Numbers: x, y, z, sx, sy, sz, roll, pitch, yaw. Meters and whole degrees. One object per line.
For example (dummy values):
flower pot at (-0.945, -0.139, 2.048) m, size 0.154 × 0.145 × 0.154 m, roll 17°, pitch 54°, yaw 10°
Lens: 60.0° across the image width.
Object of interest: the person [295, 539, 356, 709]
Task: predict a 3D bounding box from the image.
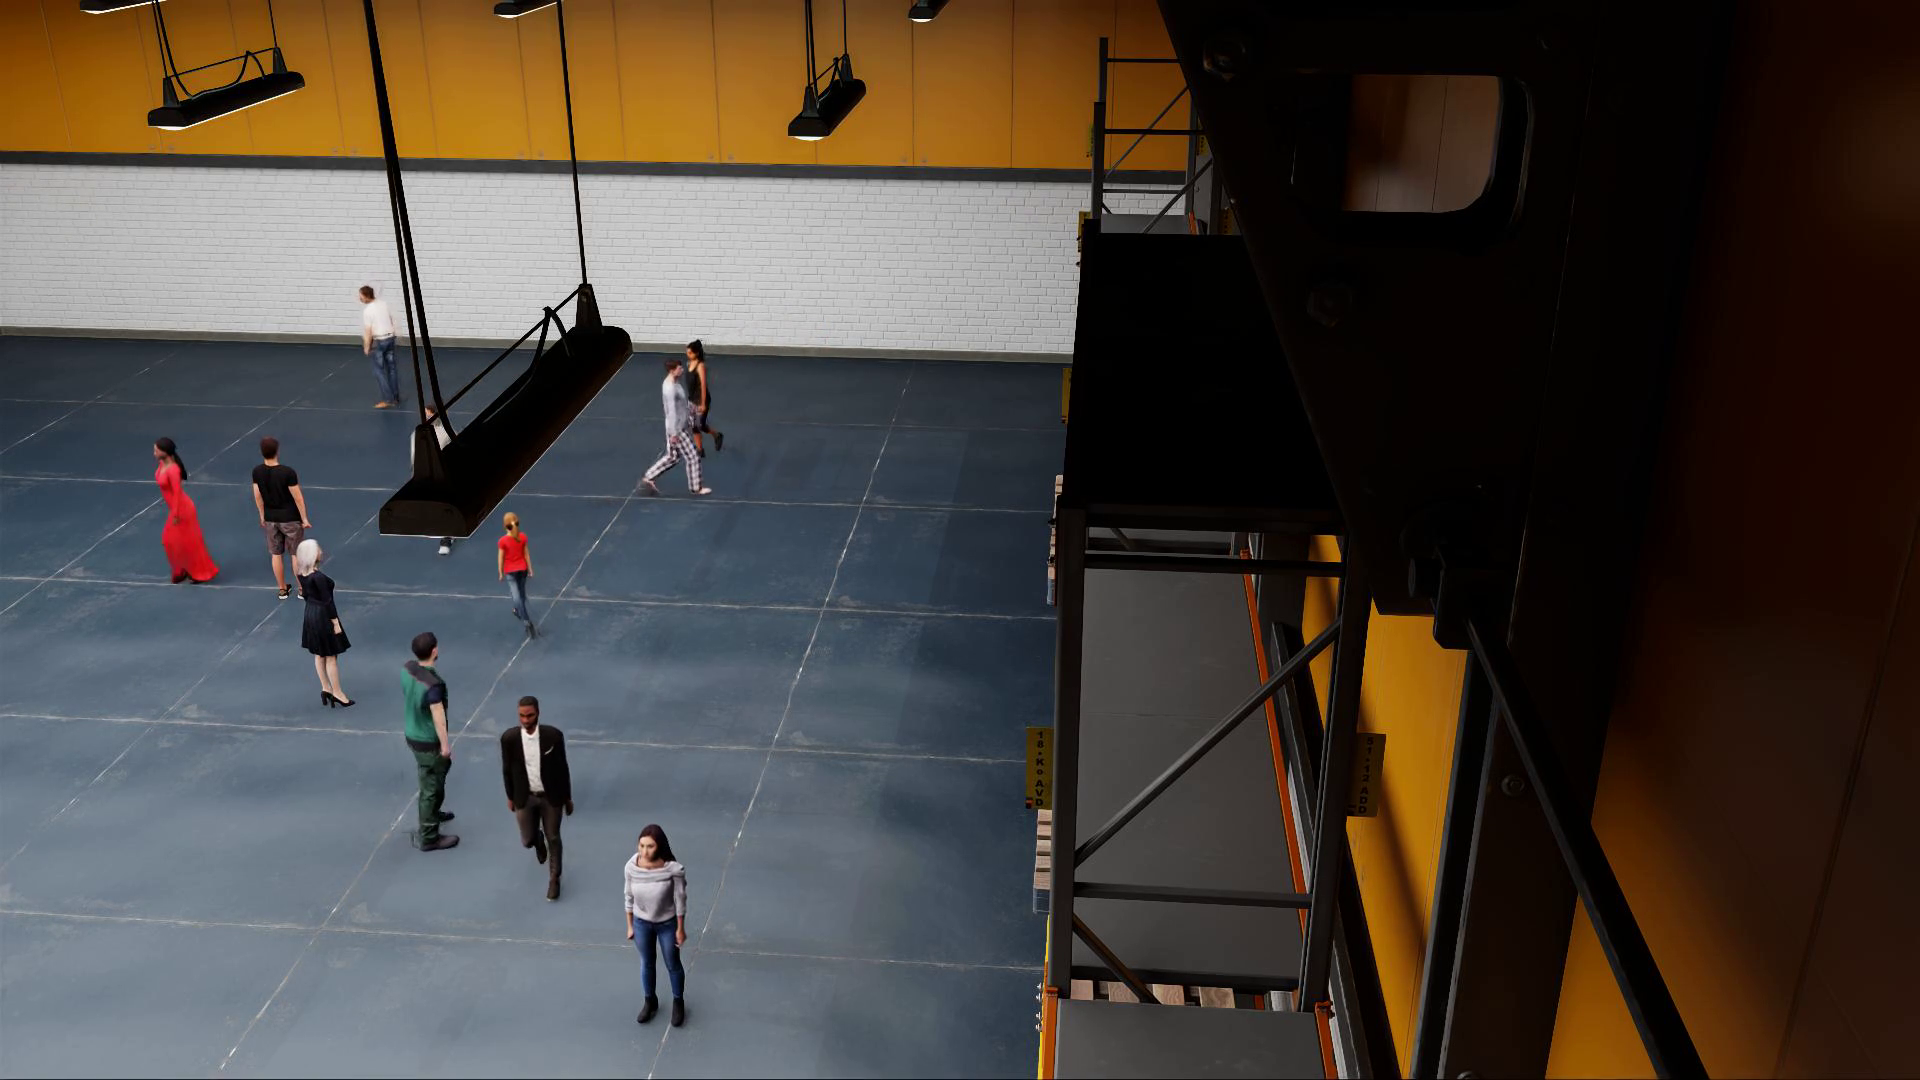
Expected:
person at (-6.129, 0.796, 16.003) m, size 0.696 × 1.747 × 0.728 m, roll 18°, pitch 29°, yaw 35°

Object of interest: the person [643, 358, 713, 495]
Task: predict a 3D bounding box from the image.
person at (-3.659, -1.409, 20.965) m, size 0.889 × 1.814 × 1.096 m, roll -5°, pitch 24°, yaw -11°

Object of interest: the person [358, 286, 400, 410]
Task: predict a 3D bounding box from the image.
person at (-8.400, -2.855, 24.264) m, size 0.927 × 1.820 × 0.757 m, roll 21°, pitch 31°, yaw 40°

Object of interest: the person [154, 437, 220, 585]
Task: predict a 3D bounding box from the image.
person at (-8.596, -0.328, 18.547) m, size 0.878 × 1.768 × 0.818 m, roll -18°, pitch 30°, yaw -36°

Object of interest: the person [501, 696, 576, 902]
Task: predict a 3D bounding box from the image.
person at (-3.340, 1.995, 13.206) m, size 0.792 × 1.791 × 0.910 m, roll -4°, pitch 24°, yaw -10°

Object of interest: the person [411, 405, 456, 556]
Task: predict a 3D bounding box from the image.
person at (-6.114, -0.768, 19.537) m, size 0.738 × 1.782 × 1.018 m, roll 0°, pitch 24°, yaw -1°

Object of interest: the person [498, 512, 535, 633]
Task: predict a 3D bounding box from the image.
person at (-4.675, 0.354, 17.586) m, size 0.830 × 1.290 × 0.941 m, roll -15°, pitch 28°, yaw -31°

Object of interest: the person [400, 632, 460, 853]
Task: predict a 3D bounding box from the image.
person at (-4.494, 1.667, 13.857) m, size 0.954 × 1.871 × 0.902 m, roll -15°, pitch 28°, yaw -31°

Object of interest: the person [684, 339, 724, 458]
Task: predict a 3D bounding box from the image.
person at (-3.435, -1.893, 22.263) m, size 0.911 × 1.660 × 0.844 m, roll -18°, pitch 30°, yaw -36°

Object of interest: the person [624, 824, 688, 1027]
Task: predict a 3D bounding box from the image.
person at (-2.144, 2.709, 11.767) m, size 0.611 × 1.634 × 0.519 m, roll 3°, pitch 24°, yaw 8°

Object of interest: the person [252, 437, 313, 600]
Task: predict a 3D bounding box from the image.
person at (-7.446, -0.243, 18.237) m, size 0.689 × 1.861 × 0.560 m, roll 1°, pitch 24°, yaw 3°
